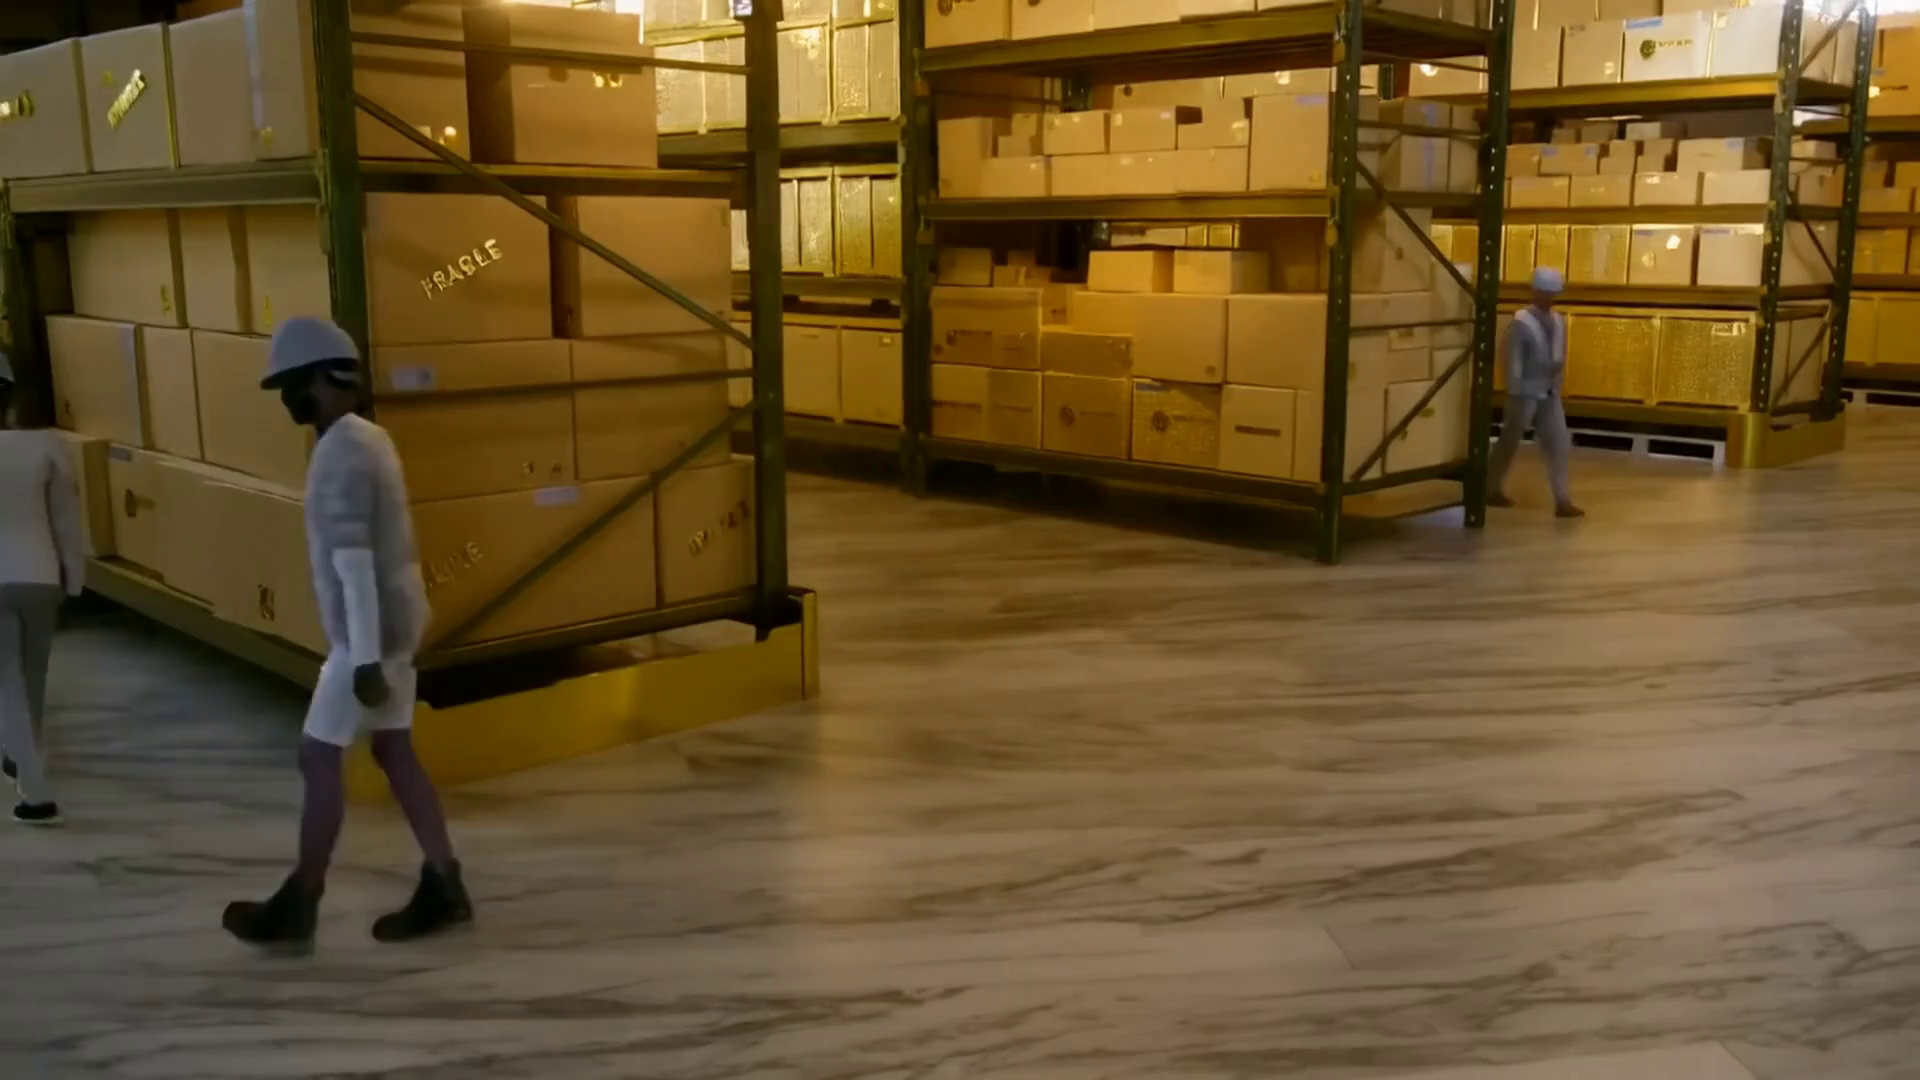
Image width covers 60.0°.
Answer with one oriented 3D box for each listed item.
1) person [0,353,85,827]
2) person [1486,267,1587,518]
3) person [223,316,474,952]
[{"bbox_3d":[-3.569,0.154,6.137,0.868,1.726,0.543,9,14,40],"label":"person"},{"bbox_3d":[4.409,-1.142,12.785,0.637,1.896,1.017,-4,11,-22],"label":"person"},{"bbox_3d":[-1.887,0.285,5.011,0.797,1.884,0.645,-2,11,-9],"label":"person"}]
